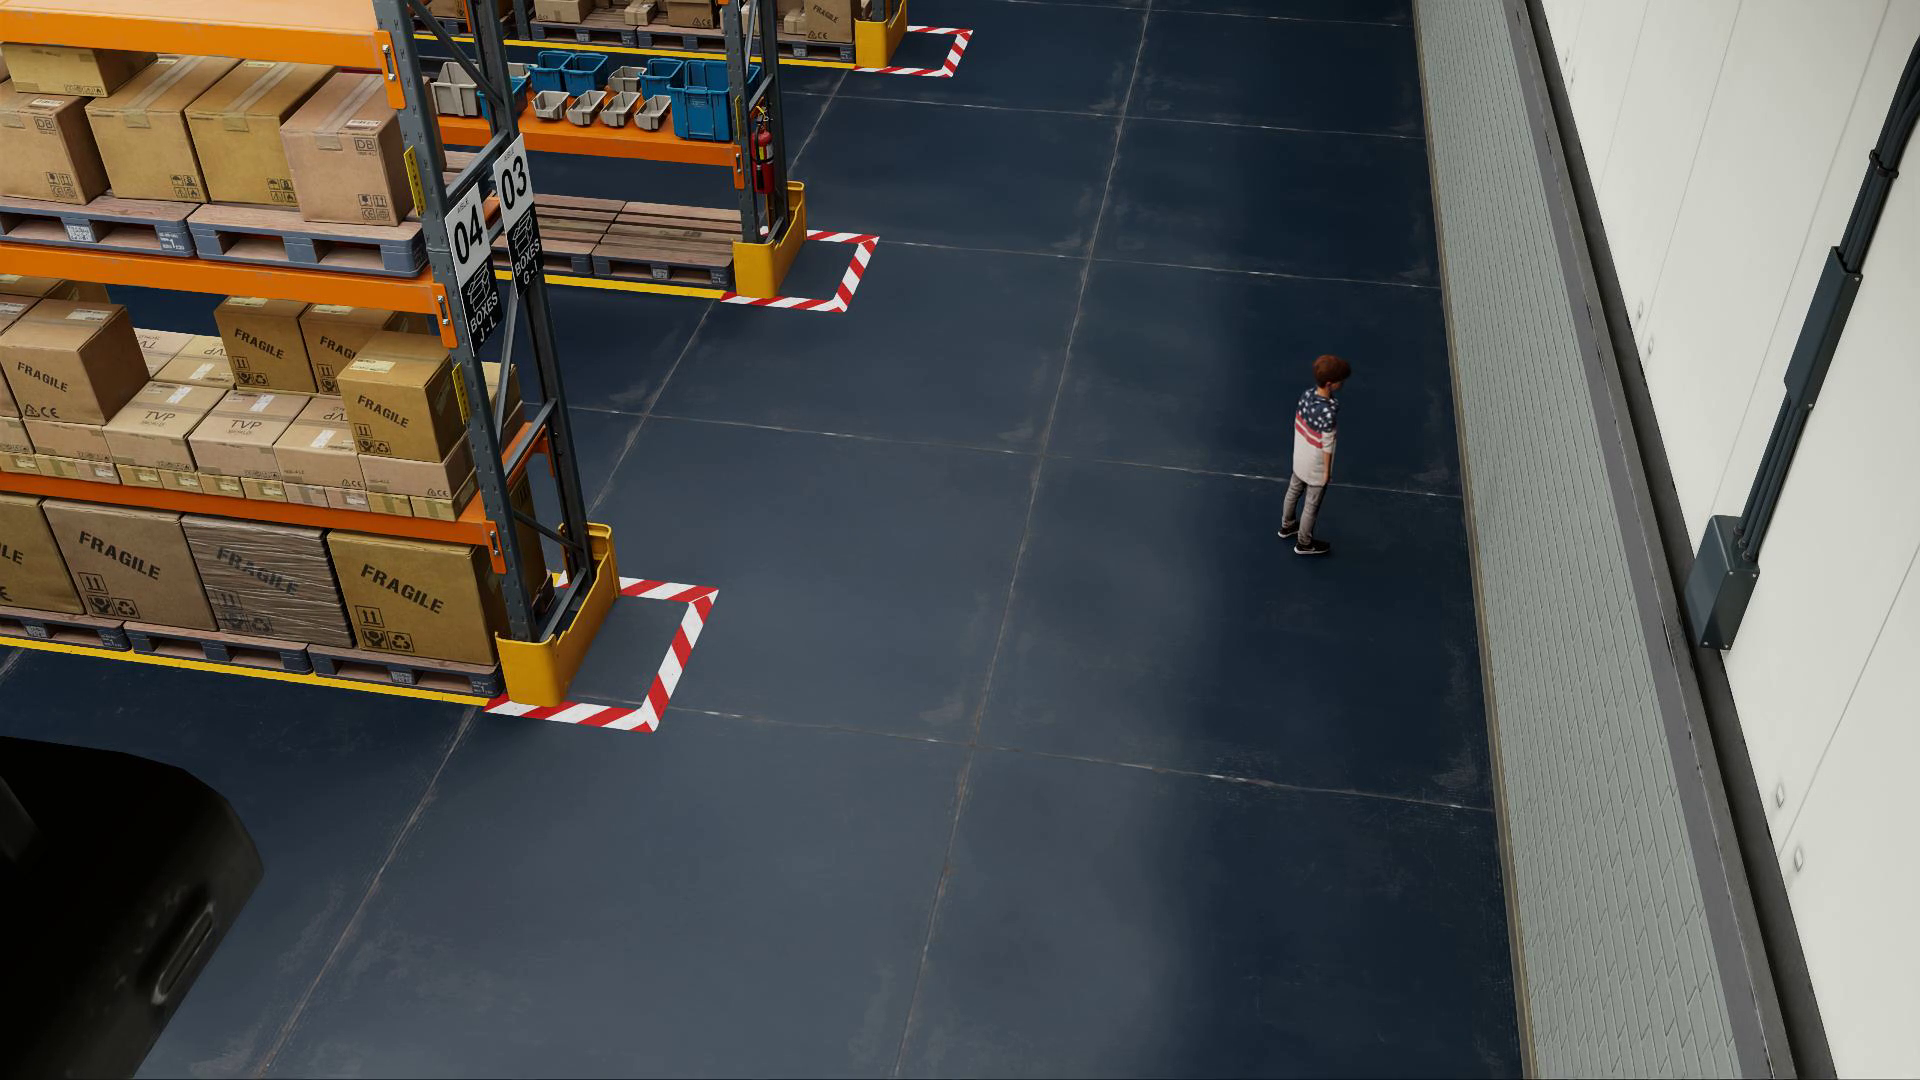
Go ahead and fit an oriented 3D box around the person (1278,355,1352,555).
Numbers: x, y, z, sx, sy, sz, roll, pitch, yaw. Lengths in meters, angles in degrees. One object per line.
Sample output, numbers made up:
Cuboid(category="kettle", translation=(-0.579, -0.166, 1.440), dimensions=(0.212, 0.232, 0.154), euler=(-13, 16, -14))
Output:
Cuboid(category="person", translation=(2.305, -0.570, 10.832), dimensions=(0.621, 1.442, 0.596), euler=(-14, 40, -17))
